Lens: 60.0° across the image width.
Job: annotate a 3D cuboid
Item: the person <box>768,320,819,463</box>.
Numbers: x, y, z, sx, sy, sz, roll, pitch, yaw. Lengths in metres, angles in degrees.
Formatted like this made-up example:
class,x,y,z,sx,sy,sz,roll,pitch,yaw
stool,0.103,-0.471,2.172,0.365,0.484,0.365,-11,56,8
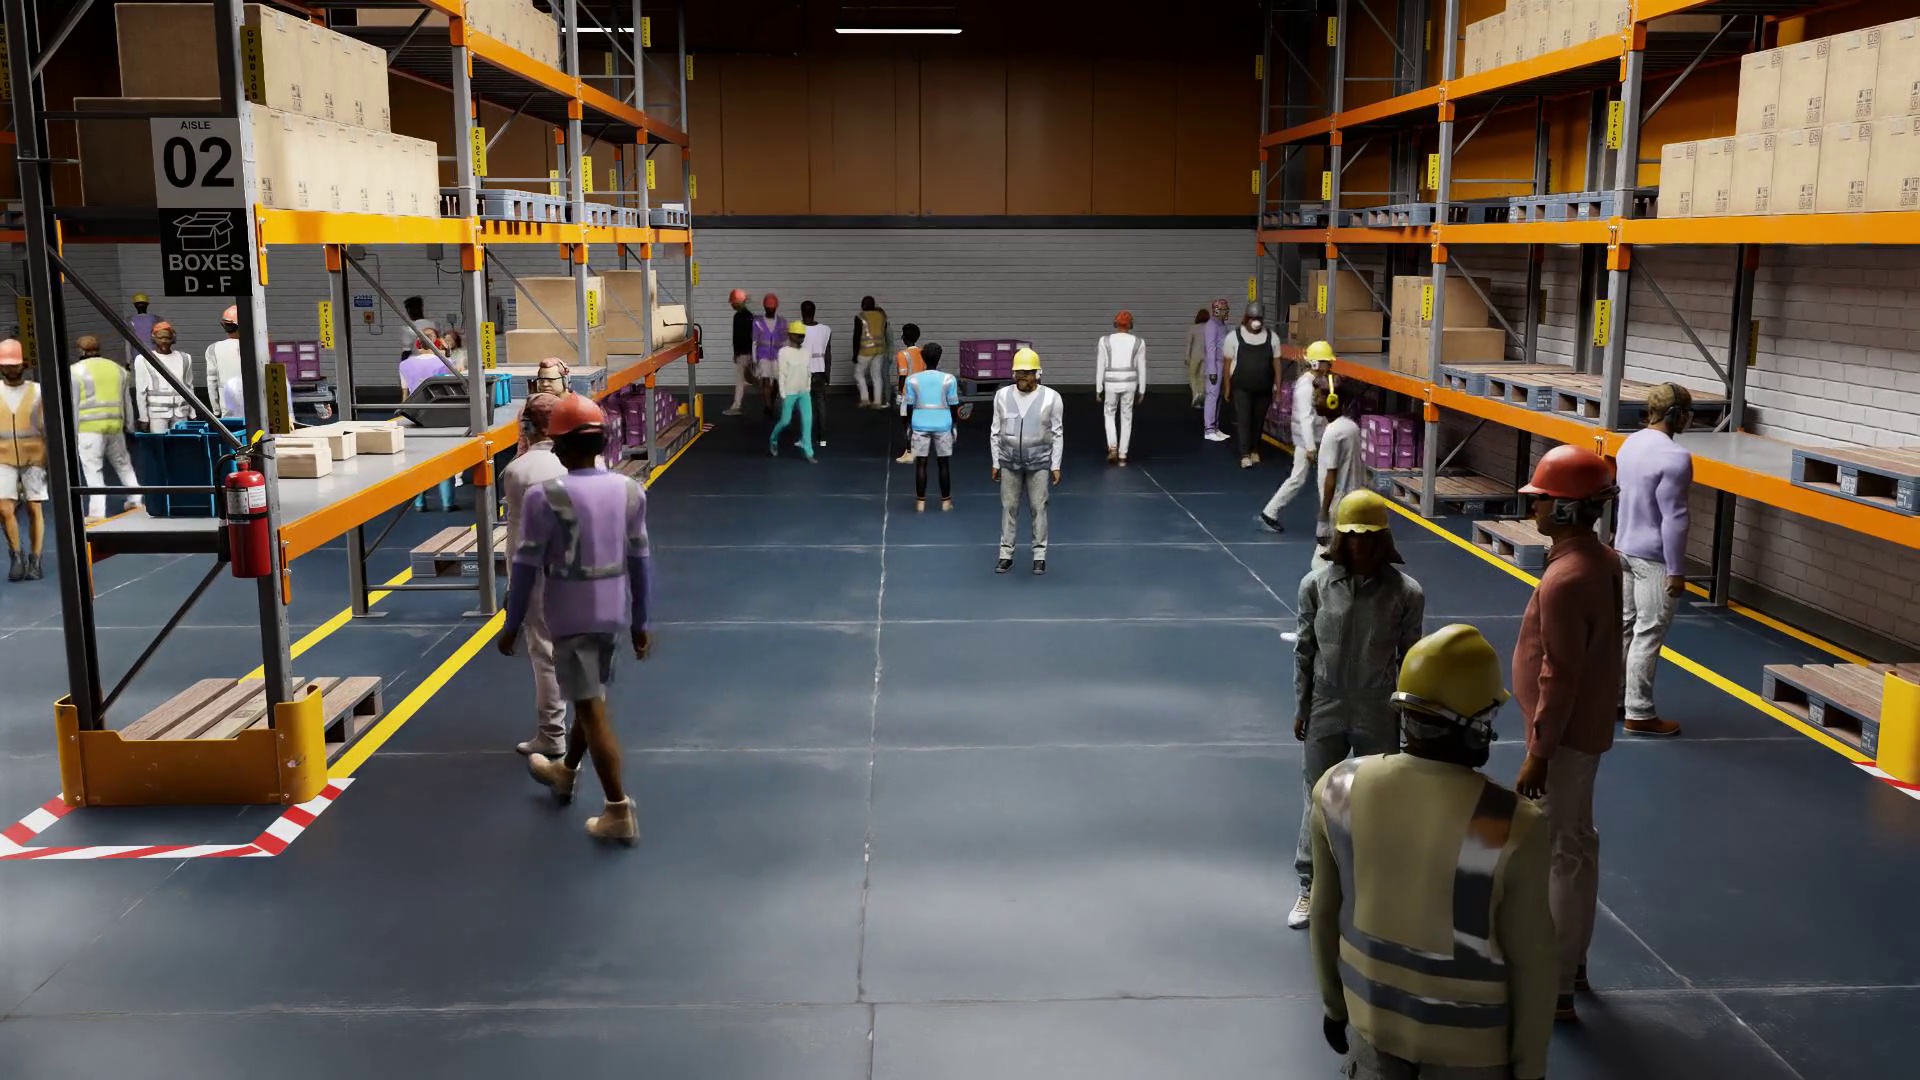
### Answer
class,x,y,z,sx,sy,sz,roll,pitch,yaw
person,-2.046,-1.819,20.328,0.530,1.745,0.786,-8,13,-39

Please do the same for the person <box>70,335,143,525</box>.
class,x,y,z,sx,sy,sz,roll,pitch,yaw
person,-8.235,-1.072,16.010,0.483,1.809,0.764,5,11,27

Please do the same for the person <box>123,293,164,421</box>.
class,x,y,z,sx,sy,sz,roll,pitch,yaw
person,-12.165,-2.724,24.864,0.586,1.917,0.380,-6,12,-32

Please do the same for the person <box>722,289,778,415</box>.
class,x,y,z,sx,sy,sz,roll,pitch,yaw
person,-3.291,-2.937,25.962,0.887,1.960,0.636,-5,11,-27

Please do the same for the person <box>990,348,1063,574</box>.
class,x,y,z,sx,sy,sz,roll,pitch,yaw
person,0.531,-0.632,13.446,0.589,1.835,0.404,2,10,13

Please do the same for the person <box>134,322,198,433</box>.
class,x,y,z,sx,sy,sz,roll,pitch,yaw
person,-7.988,-1.256,16.781,0.342,1.881,0.579,9,13,41

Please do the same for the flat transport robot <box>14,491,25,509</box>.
class,x,y,z,sx,sy,sz,roll,pitch,yaw
flat transport robot,-9.684,-0.384,16.419,0.652,0.197,1.431,-4,11,-22

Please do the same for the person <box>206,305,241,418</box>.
class,x,y,z,sx,sy,sz,roll,pitch,yaw
person,-7.257,-1.341,16.812,0.616,2.041,0.379,1,10,7

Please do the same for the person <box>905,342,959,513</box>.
class,x,y,z,sx,sy,sz,roll,pitch,yaw
person,-0.276,-1.108,16.477,0.540,1.695,0.317,0,10,1

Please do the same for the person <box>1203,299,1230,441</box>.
class,x,y,z,sx,sy,sz,roll,pitch,yaw
person,3.511,-2.306,22.566,0.406,1.911,0.639,4,11,21

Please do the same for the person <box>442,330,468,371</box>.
class,x,y,z,sx,sy,sz,roll,pitch,yaw
person,-6.170,-1.737,20.237,0.545,1.599,0.809,2,10,10

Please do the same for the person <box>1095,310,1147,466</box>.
class,x,y,z,sx,sy,sz,roll,pitch,yaw
person,1.935,-1.825,19.995,0.615,1.867,0.491,1,10,4

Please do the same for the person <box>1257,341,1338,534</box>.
class,x,y,z,sx,sy,sz,roll,pitch,yaw
person,3.174,-0.920,15.148,0.887,1.800,0.599,6,12,30

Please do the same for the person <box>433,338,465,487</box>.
class,x,y,z,sx,sy,sz,roll,pitch,yaw
person,-5.660,-1.396,18.242,0.520,1.640,0.307,0,10,-2

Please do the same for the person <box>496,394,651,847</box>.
class,x,y,z,sx,sy,sz,roll,pitch,yaw
person,-1.785,0.340,7.573,0.989,1.997,0.623,8,13,38

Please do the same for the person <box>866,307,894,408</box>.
class,x,y,z,sx,sy,sz,roll,pitch,yaw
person,-1.300,-2.950,26.917,0.507,1.631,0.266,6,12,30

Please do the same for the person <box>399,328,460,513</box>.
class,x,y,z,sx,sy,sz,roll,pitch,yaw
person,-5.244,-1.177,16.484,0.566,1.837,0.386,0,10,-3

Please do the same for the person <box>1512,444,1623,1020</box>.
class,x,y,z,sx,sy,sz,roll,pitch,yaw
person,2.085,0.662,5.785,0.382,1.995,0.612,6,12,32

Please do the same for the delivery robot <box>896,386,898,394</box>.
class,x,y,z,sx,sy,sz,roll,pitch,yaw
delivery robot,-0.643,-2.330,26.204,0.707,0.478,0.477,-3,10,-15

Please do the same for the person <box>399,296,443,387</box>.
class,x,y,z,sx,sy,sz,roll,pitch,yaw
person,-7.237,-2.306,22.515,0.697,1.939,0.397,-9,14,-41

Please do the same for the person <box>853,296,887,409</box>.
class,x,y,z,sx,sy,sz,roll,pitch,yaw
person,-1.465,-2.995,26.680,0.688,1.808,0.510,-10,14,-43

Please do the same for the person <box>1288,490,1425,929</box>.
class,x,y,z,sx,sy,sz,roll,pitch,yaw
person,1.528,0.670,6.445,0.484,1.744,0.295,3,11,16

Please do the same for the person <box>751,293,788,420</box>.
class,x,y,z,sx,sy,sz,roll,pitch,yaw
person,-2.901,-2.789,25.249,0.560,1.914,0.666,-3,11,-17

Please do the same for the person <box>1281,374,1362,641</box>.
class,x,y,z,sx,sy,sz,roll,pitch,yaw
person,2.548,-0.168,10.890,0.819,1.835,0.512,5,12,28

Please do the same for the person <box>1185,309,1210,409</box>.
class,x,y,z,sx,sy,sz,roll,pitch,yaw
person,3.879,-2.911,26.775,0.547,1.601,0.462,-2,10,-10

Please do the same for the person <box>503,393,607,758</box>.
class,x,y,z,sx,sy,sz,roll,pitch,yaw
person,-2.137,0.182,8.716,0.402,1.904,0.652,7,12,35

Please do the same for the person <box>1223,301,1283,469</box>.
class,x,y,z,sx,sy,sz,roll,pitch,yaw
person,3.520,-1.896,19.907,0.691,2.000,0.995,-1,10,-5

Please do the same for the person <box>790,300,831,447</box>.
class,x,y,z,sx,sy,sz,roll,pitch,yaw
person,-1.955,-2.172,21.790,0.593,1.919,0.391,-6,12,-31

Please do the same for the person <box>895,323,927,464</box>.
class,x,y,z,sx,sy,sz,roll,pitch,yaw
person,-0.591,-1.776,20.201,0.319,1.696,0.532,7,12,35

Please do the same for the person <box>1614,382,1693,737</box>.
class,x,y,z,sx,sy,sz,roll,pitch,yaw
person,3.774,0.102,9.089,0.358,1.931,0.631,-1,10,-4

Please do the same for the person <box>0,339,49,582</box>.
class,x,y,z,sx,sy,sz,roll,pitch,yaw
person,-7.405,-0.612,13.089,0.580,1.919,0.529,-5,11,-25

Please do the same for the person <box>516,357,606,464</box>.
class,x,y,z,sx,sy,sz,roll,pitch,yaw
person,-2.757,-0.306,11.460,0.642,1.900,0.403,2,10,9

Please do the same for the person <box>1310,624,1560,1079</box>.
class,x,y,z,sx,sy,sz,roll,pitch,yaw
person,1.091,1.094,3.829,0.588,1.834,0.403,9,14,42

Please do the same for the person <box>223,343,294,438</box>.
class,x,y,z,sx,sy,sz,roll,pitch,yaw
person,-5.923,-0.794,14.151,0.548,1.918,0.760,-2,10,-11
